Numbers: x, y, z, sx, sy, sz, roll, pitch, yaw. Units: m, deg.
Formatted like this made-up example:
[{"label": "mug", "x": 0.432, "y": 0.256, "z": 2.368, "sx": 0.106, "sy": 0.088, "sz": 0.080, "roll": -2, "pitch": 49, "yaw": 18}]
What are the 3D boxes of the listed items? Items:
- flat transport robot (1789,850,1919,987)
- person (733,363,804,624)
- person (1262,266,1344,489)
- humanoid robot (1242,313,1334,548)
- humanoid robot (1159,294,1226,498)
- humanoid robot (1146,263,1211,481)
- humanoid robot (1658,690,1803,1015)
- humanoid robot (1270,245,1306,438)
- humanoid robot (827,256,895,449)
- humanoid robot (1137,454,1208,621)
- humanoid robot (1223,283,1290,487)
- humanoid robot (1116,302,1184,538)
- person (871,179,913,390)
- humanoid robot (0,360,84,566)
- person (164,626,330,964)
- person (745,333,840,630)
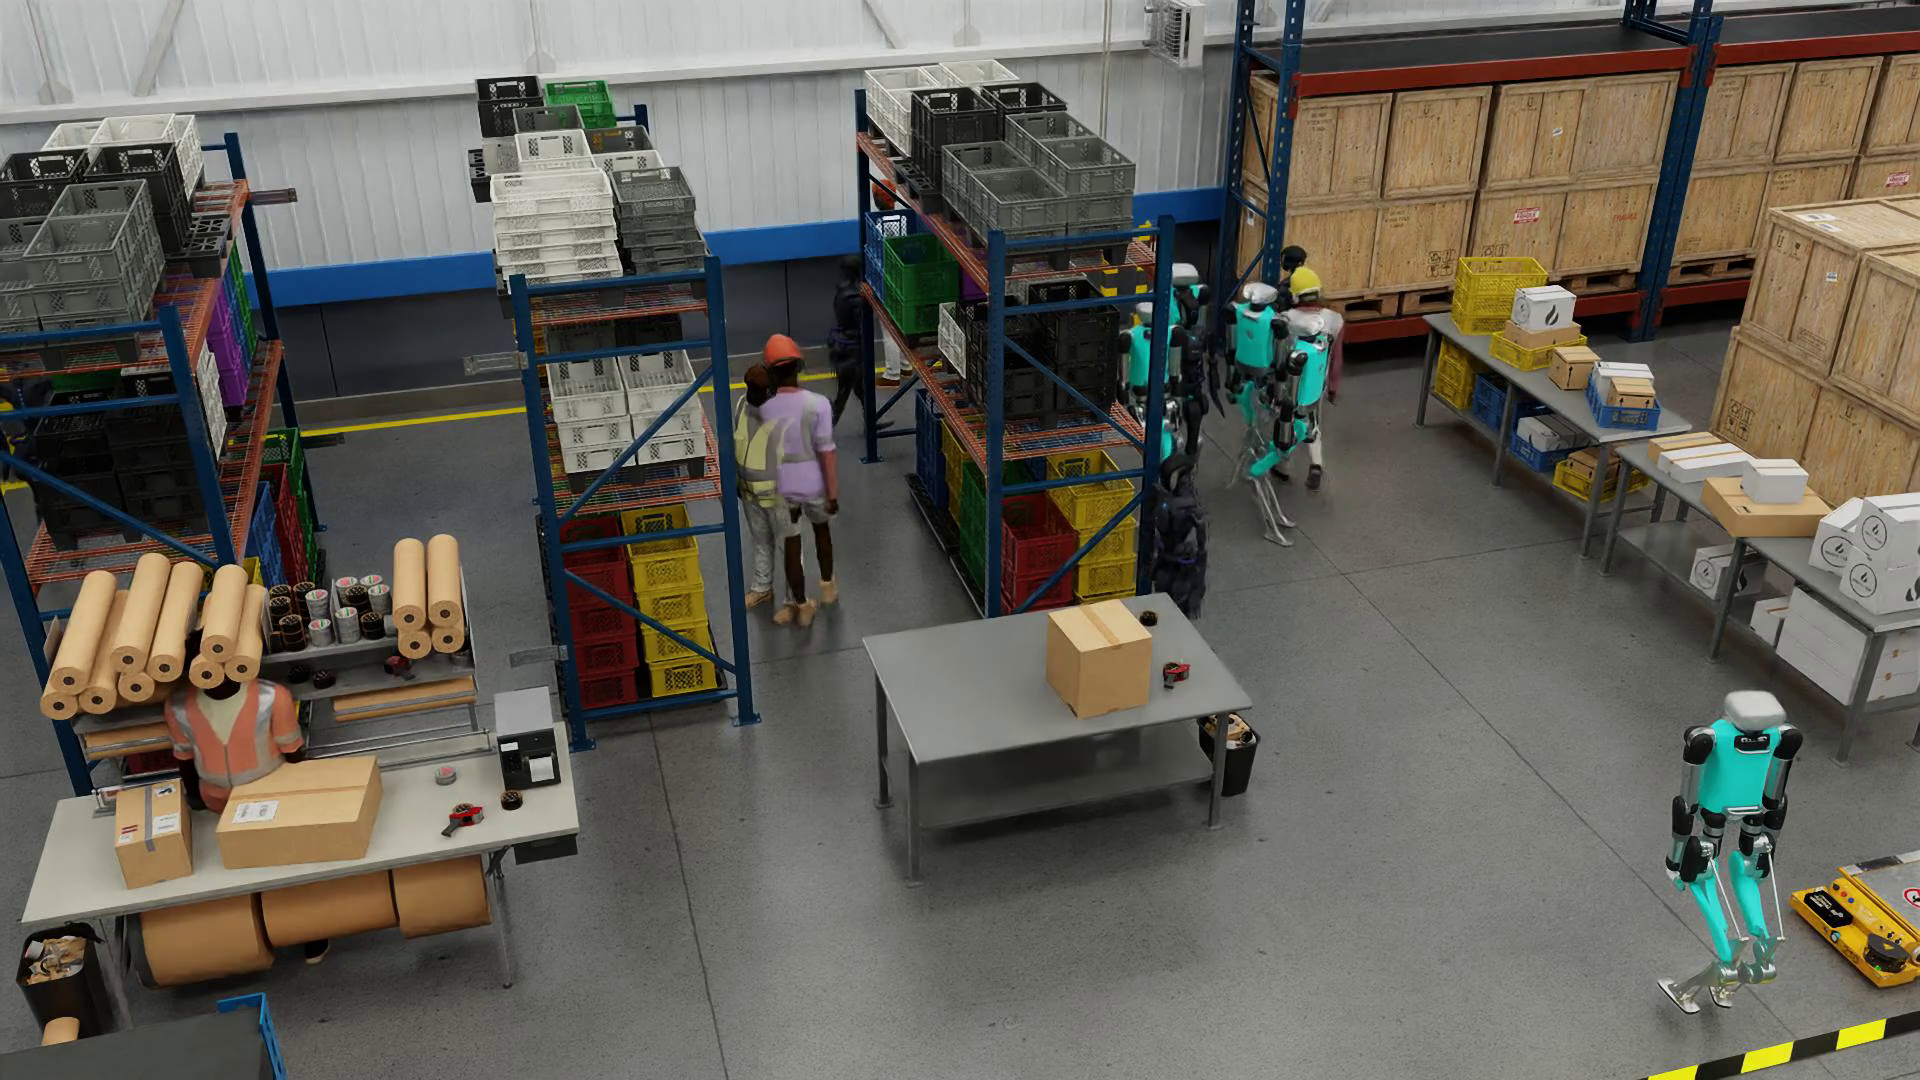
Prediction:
[{"label": "flat transport robot", "x": 5.163, "y": 1.916, "z": 8.676, "sx": 1.431, "sy": 0.231, "sz": 0.659, "roll": -8, "pitch": 30, "yaw": -14}, {"label": "person", "x": -1.279, "y": -0.320, "z": 11.111, "sx": 0.625, "sy": 1.844, "sz": 0.429, "roll": 21, "pitch": 35, "yaw": 33}, {"label": "person", "x": 2.619, "y": -1.201, "z": 12.757, "sx": 0.601, "sy": 1.799, "sz": 0.559, "roll": -3, "pitch": 29, "yaw": -6}, {"label": "humanoid robot", "x": 2.297, "y": -0.850, "z": 12.135, "sx": 0.674, "sy": 1.764, "sz": 0.543, "roll": 20, "pitch": 35, "yaw": 32}, {"label": "humanoid robot", "x": 1.724, "y": -1.059, "z": 12.619, "sx": 0.600, "sy": 1.657, "sz": 0.374, "roll": -11, "pitch": 31, "yaw": -20}, {"label": "humanoid robot", "x": 1.732, "y": -1.202, "z": 12.834, "sx": 0.538, "sy": 1.814, "sz": 0.672, "roll": -10, "pitch": 30, "yaw": -18}, {"label": "humanoid robot", "x": 3.606, "y": 1.548, "z": 7.683, "sx": 0.533, "sy": 1.674, "sz": 0.735, "roll": -2, "pitch": 29, "yaw": -4}, {"label": "humanoid robot", "x": 2.721, "y": -1.608, "z": 13.620, "sx": 0.361, "sy": 1.640, "sz": 0.598, "roll": 17, "pitch": 33, "yaw": 28}, {"label": "humanoid robot", "x": -0.893, "y": -1.520, "z": 13.505, "sx": 0.778, "sy": 1.624, "sz": 0.613, "roll": -10, "pitch": 30, "yaw": -17}, {"label": "humanoid robot", "x": 1.339, "y": 0.188, "z": 10.357, "sx": 0.349, "sy": 1.637, "sz": 0.589, "roll": -20, "pitch": 34, "yaw": -31}, {"label": "humanoid robot", "x": 2.360, "y": -1.170, "z": 12.811, "sx": 0.544, "sy": 1.809, "sz": 0.794, "roll": 22, "pitch": 36, "yaw": 34}, {"label": "humanoid robot", "x": 1.450, "y": -0.741, "z": 12.106, "sx": 0.530, "sy": 1.869, "sz": 0.803, "roll": -9, "pitch": 30, "yaw": -16}, {"label": "person", "x": -0.607, "y": -2.234, "z": 14.548, "sx": 0.354, "sy": 1.887, "sz": 0.572, "roll": 15, "pitch": 32, "yaw": 25}, {"label": "humanoid robot", "x": -6.516, "y": -0.618, "z": 11.824, "sx": 0.609, "sy": 1.641, "sz": 0.507, "roll": -10, "pitch": 30, "yaw": -18}, {"label": "person", "x": -3.475, "y": 1.254, "z": 8.128, "sx": 0.602, "sy": 1.957, "sz": 0.365, "roll": -3, "pitch": 29, "yaw": -6}, {"label": "person", "x": -1.103, "y": -0.386, "z": 11.079, "sx": 0.616, "sy": 1.993, "sz": 0.651, "roll": 3, "pitch": 29, "yaw": 5}]
